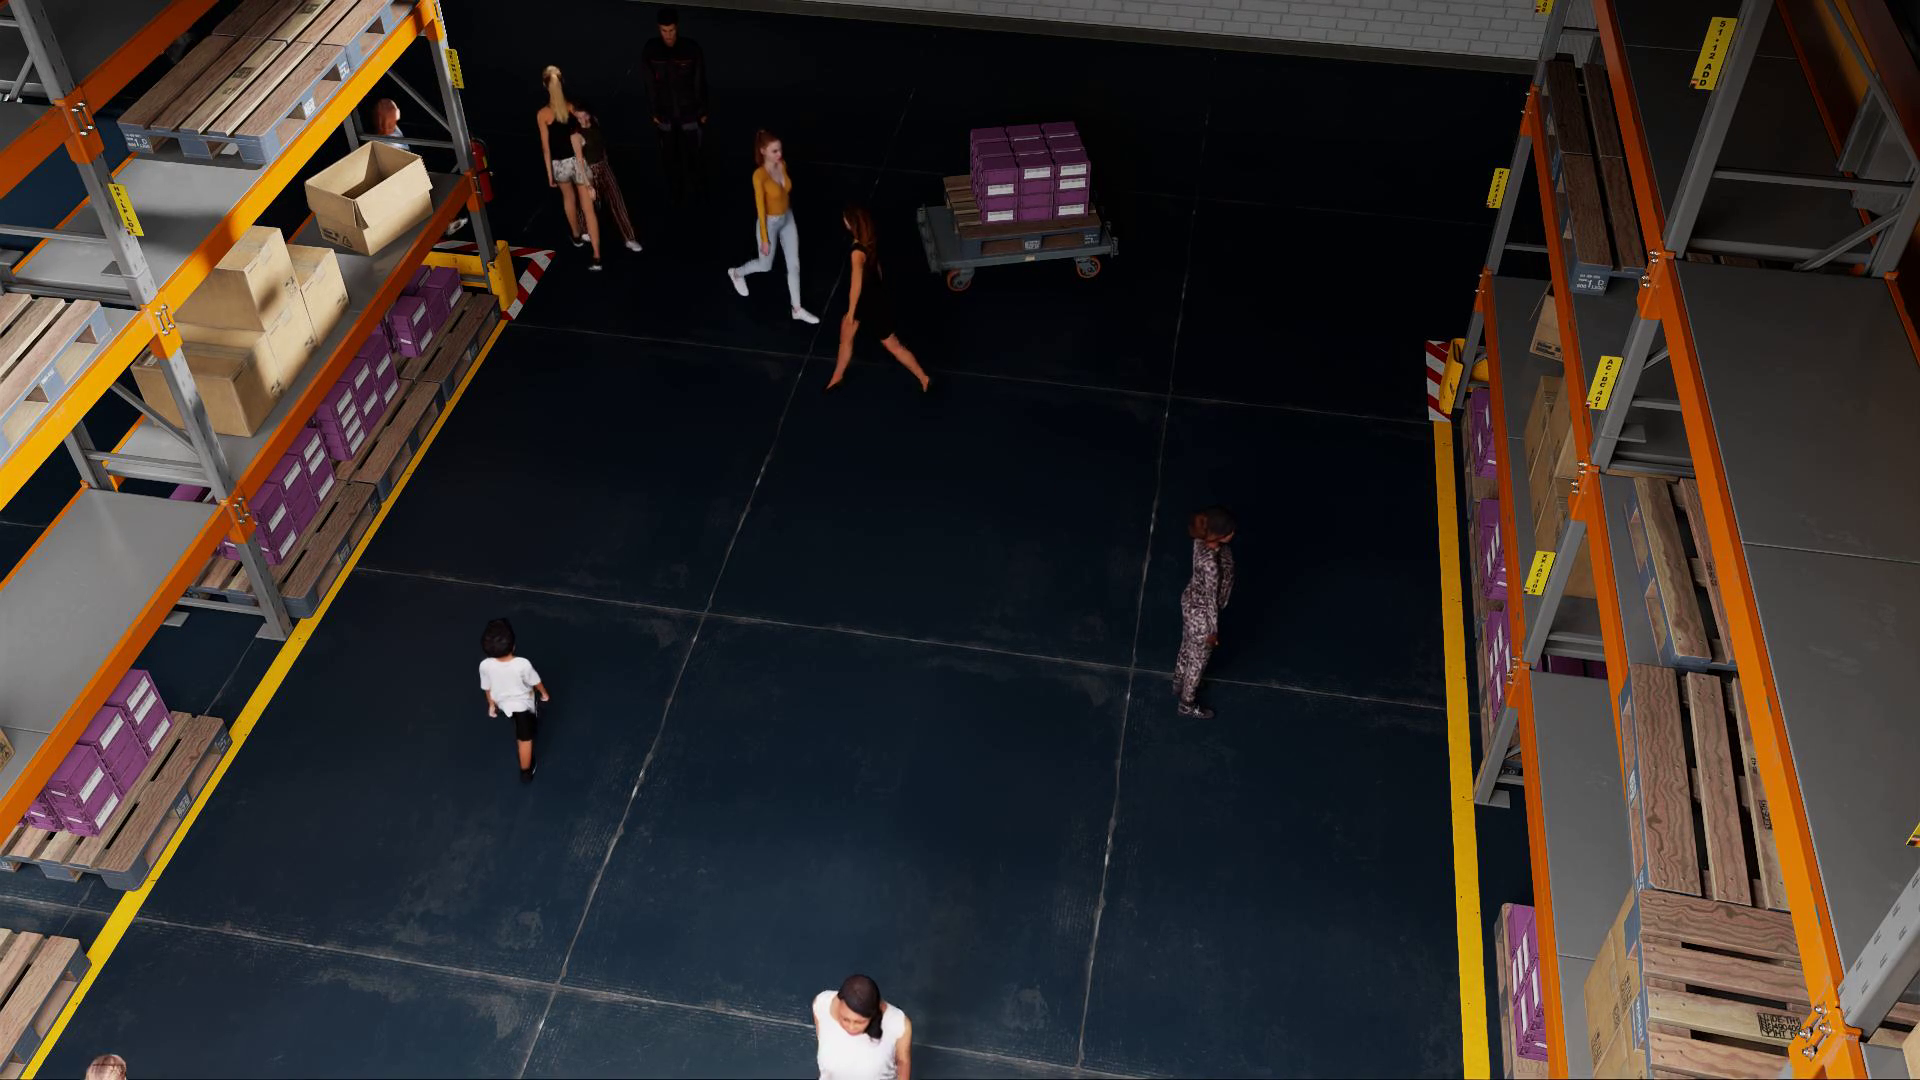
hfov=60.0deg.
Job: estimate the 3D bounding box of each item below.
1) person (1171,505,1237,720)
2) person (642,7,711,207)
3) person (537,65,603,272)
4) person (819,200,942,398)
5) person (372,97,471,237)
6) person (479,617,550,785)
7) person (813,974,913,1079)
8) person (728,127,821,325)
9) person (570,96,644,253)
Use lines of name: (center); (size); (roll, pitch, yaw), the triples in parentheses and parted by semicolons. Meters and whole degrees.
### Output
person: (1.522, 0.446, 10.477); (0.680, 1.717, 0.543); (-2, 44, -2)
person: (-2.520, -3.876, 14.858); (0.748, 1.931, 0.687); (-2, 44, -2)
person: (-3.290, -3.159, 14.192); (0.978, 1.812, 1.228); (-13, 45, -14)
person: (-0.604, -1.754, 12.739); (0.683, 1.782, 1.141); (5, 44, 5)
person: (-4.895, -3.107, 14.402); (0.930, 1.446, 0.980); (-15, 46, -15)
person: (-2.746, 1.021, 10.225); (0.570, 1.231, 0.864); (1, 44, 1)
person: (-0.452, 2.600, 8.263); (0.673, 1.651, 1.074); (9, 44, 9)
person: (-1.599, -2.586, 13.656); (0.947, 1.721, 1.145); (24, 49, 23)
person: (-3.252, -3.190, 14.434); (0.870, 1.522, 0.966); (19, 47, 19)
